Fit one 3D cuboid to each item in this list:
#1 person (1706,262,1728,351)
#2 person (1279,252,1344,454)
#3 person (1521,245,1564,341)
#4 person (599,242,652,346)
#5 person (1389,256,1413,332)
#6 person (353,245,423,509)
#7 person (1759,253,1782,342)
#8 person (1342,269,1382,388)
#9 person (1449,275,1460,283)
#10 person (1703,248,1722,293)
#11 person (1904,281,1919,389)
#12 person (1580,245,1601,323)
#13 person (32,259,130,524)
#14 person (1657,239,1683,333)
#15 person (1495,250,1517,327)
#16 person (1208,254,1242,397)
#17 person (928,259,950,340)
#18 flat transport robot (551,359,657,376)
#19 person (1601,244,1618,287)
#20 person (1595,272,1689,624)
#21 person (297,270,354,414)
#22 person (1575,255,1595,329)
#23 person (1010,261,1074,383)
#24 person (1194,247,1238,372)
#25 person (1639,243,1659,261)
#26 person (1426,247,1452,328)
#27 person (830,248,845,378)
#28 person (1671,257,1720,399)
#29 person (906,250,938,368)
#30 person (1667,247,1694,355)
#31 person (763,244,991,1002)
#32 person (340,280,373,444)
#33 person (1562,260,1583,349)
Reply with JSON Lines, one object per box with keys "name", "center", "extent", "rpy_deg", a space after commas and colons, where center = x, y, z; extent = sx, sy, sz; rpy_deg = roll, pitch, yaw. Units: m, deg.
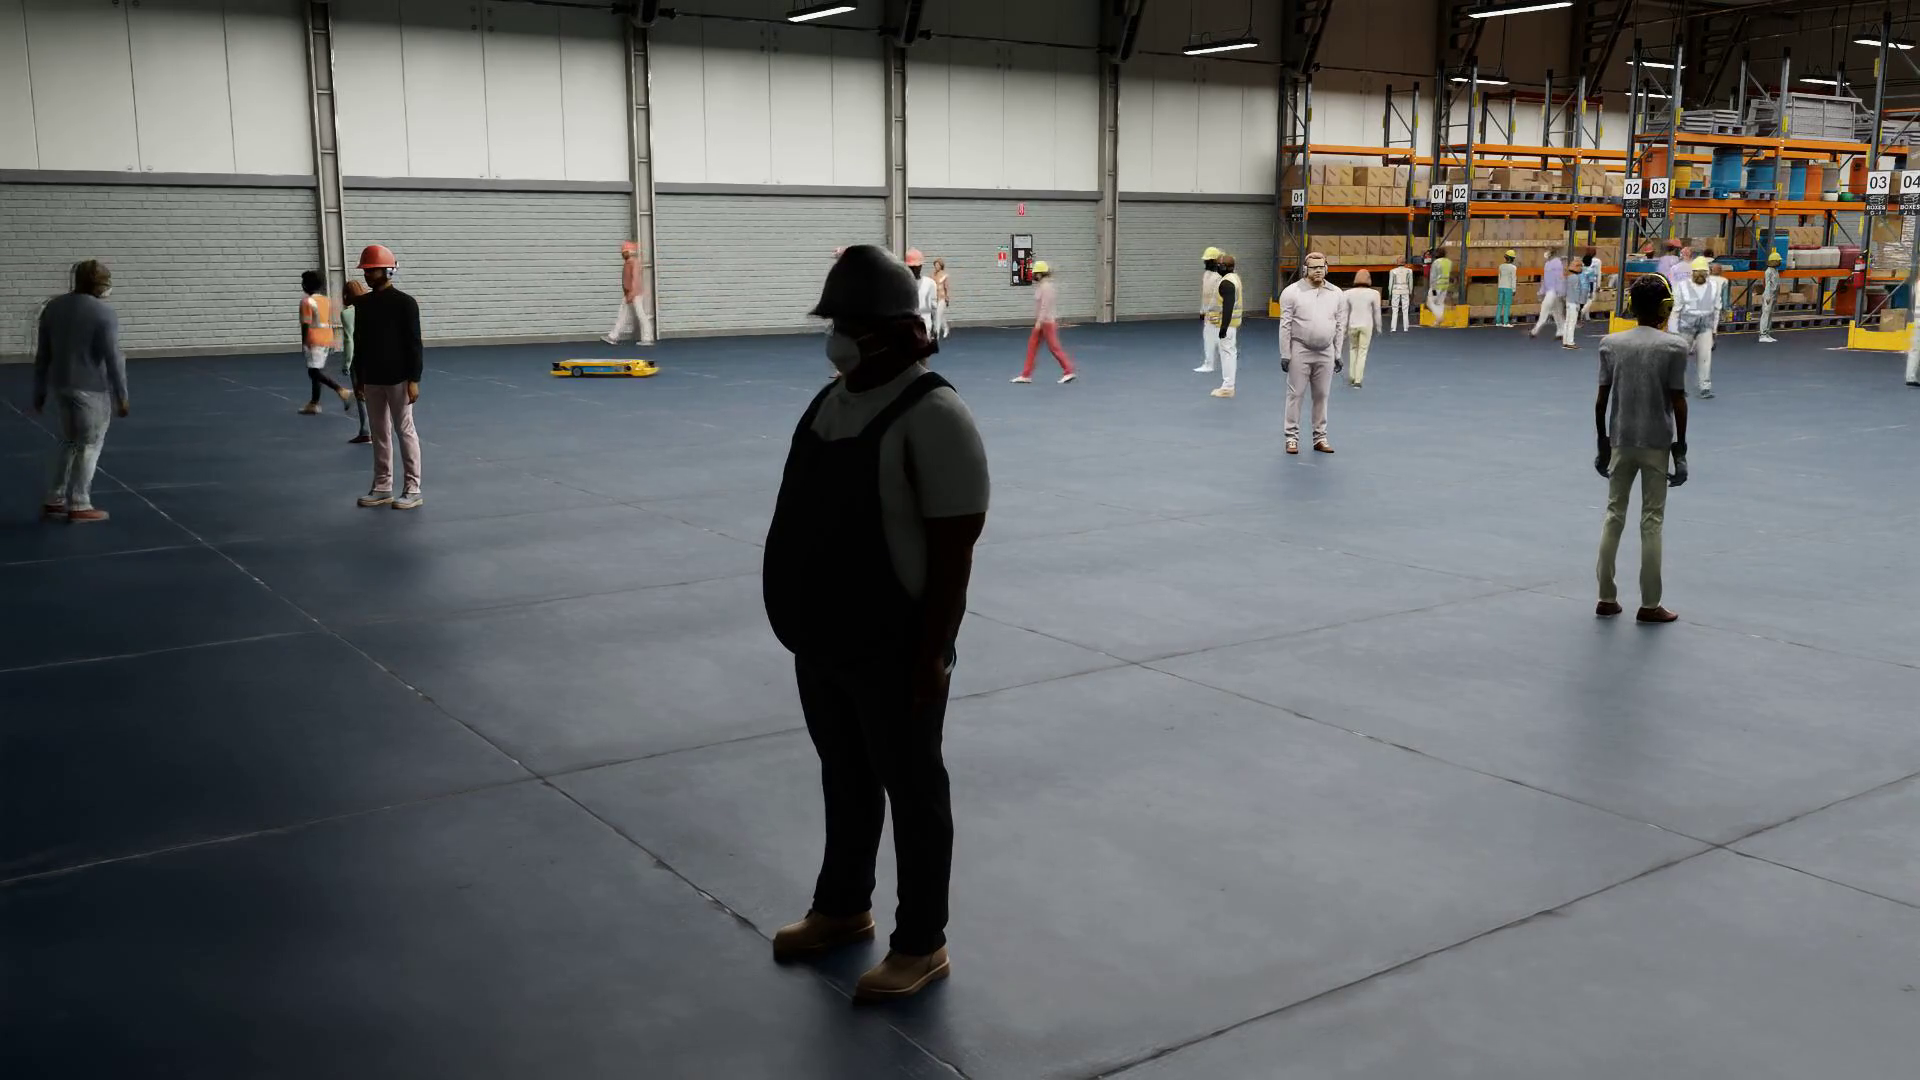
{"name": "person", "center": [13.422, -4.148, 29.647], "extent": [0.525, 1.619, 0.654], "rpy_deg": [0, 10, -2]}
{"name": "person", "center": [3.357, -1.773, 15.846], "extent": [0.641, 1.908, 0.407], "rpy_deg": [-2, 11, -11]}
{"name": "person", "center": [11.590, -4.882, 32.932], "extent": [0.991, 1.889, 0.643], "rpy_deg": [0, 10, 1]}
{"name": "person", "center": [-6.305, -4.624, 31.344], "extent": [1.040, 1.939, 0.631], "rpy_deg": [-7, 13, -34]}
{"name": "person", "center": [9.511, -5.299, 35.908], "extent": [0.512, 1.640, 0.311], "rpy_deg": [2, 11, 10]}
{"name": "person", "center": [-4.368, -1.236, 12.656], "extent": [0.622, 1.994, 0.381], "rpy_deg": [5, 11, 23]}
{"name": "person", "center": [15.962, -4.769, 32.713], "extent": [0.287, 1.746, 0.488], "rpy_deg": [9, 14, 40]}
{"name": "person", "center": [5.511, -2.890, 22.757], "extent": [0.519, 1.609, 0.661], "rpy_deg": [5, 12, 26]}
{"name": "person", "center": [11.820, -6.153, 40.175], "extent": [0.985, 1.785, 0.518], "rpy_deg": [-8, 13, -39]}
{"name": "person", "center": [17.270, -5.826, 38.379], "extent": [0.960, 1.792, 0.646], "rpy_deg": [-8, 13, -38]}
{"name": "person", "center": [13.243, -2.934, 22.503], "extent": [0.872, 1.792, 0.626], "rpy_deg": [-2, 11, -12]}
{"name": "person", "center": [14.861, -6.048, 39.407], "extent": [0.722, 1.868, 0.585], "rpy_deg": [-8, 13, -38]}
{"name": "person", "center": [-6.312, -1.064, 11.981], "extent": [0.653, 1.896, 0.497], "rpy_deg": [4, 11, 20]}
{"name": "person", "center": [14.289, -5.040, 33.446], "extent": [0.638, 2.010, 0.660], "rpy_deg": [-2, 10, -9]}
{"name": "person", "center": [12.481, -5.726, 37.930], "extent": [0.341, 1.756, 0.518], "rpy_deg": [-6, 12, -28]}
{"name": "person", "center": [3.420, -2.766, 21.477], "extent": [0.429, 1.839, 0.633], "rpy_deg": [3, 11, 14]}
{"name": "person", "center": [-0.407, -4.864, 33.569], "extent": [0.520, 1.616, 0.693], "rpy_deg": [8, 13, 37]}
{"name": "flat transport robot", "center": [-5.278, -2.564, 24.671], "extent": [1.431, 0.197, 0.652], "rpy_deg": [1, 10, 3]}
{"name": "person", "center": [18.884, -7.667, 48.349], "extent": [0.978, 1.826, 0.682], "rpy_deg": [-1, 10, -7]}
{"name": "person", "center": [3.641, -0.484, 8.879], "extent": [0.328, 1.872, 0.510], "rpy_deg": [-10, 14, -44]}
{"name": "person", "center": [-7.364, -2.271, 19.193], "extent": [0.682, 1.675, 0.539], "rpy_deg": [1, 10, 5]}
{"name": "person", "center": [13.999, -5.562, 37.334], "extent": [0.735, 1.650, 0.537], "rpy_deg": [-6, 12, -29]}
{"name": "person", "center": [1.198, -3.054, 23.376], "extent": [0.891, 1.724, 0.526], "rpy_deg": [-3, 11, -16]}
{"name": "person", "center": [3.942, -3.525, 25.456], "extent": [0.678, 1.906, 0.593], "rpy_deg": [-2, 11, -12]}
{"name": "person", "center": [16.251, -6.038, 39.249], "extent": [0.549, 1.907, 0.559], "rpy_deg": [7, 12, 33]}
{"name": "person", "center": [10.817, -5.696, 37.571], "extent": [0.629, 1.828, 0.438], "rpy_deg": [-7, 12, -33]}
{"name": "person", "center": [-1.732, -3.294, 24.260], "extent": [0.404, 1.892, 0.708], "rpy_deg": [2, 11, 13]}
{"name": "person", "center": [9.387, -2.693, 21.185], "extent": [0.625, 1.793, 0.849], "rpy_deg": [1, 10, 6]}
{"name": "person", "center": [-0.568, -2.648, 20.698], "extent": [0.572, 1.878, 1.005], "rpy_deg": [0, 10, 0]}
{"name": "person", "center": [12.731, -4.208, 29.315], "extent": [0.663, 1.859, 0.920], "rpy_deg": [0, 10, 1]}
{"name": "person", "center": [-0.272, 0.222, 4.541], "extent": [0.538, 2.000, 0.684], "rpy_deg": [-9, 13, -39]}
{"name": "person", "center": [-5.981, -1.777, 16.619], "extent": [0.287, 1.632, 0.502], "rpy_deg": [4, 11, 22]}
{"name": "person", "center": [11.319, -4.340, 30.668], "extent": [0.287, 1.634, 0.497], "rpy_deg": [0, 10, 0]}
